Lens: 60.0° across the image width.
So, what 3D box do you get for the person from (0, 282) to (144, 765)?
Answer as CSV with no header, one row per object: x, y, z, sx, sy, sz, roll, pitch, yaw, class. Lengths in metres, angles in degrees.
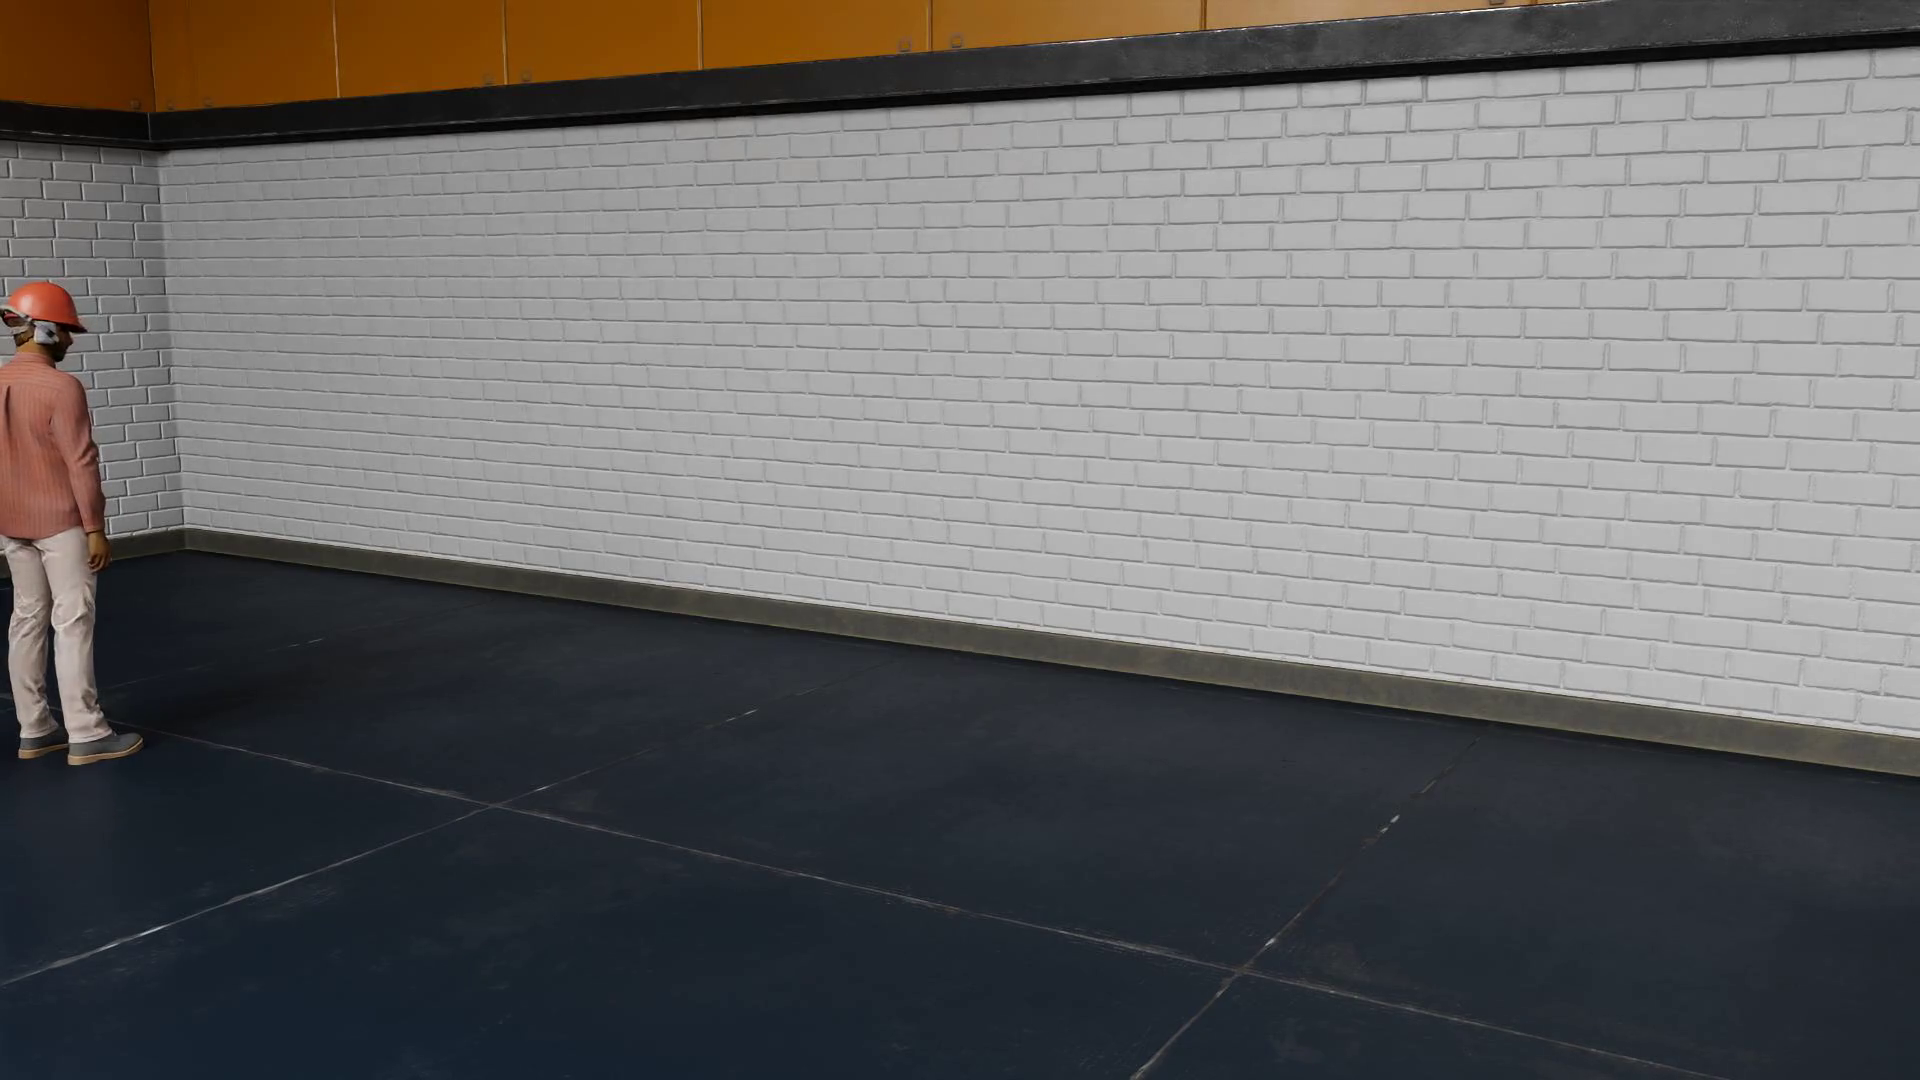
-3.751,-0.063,6.889,0.610,1.985,0.393,4,10,23,person
